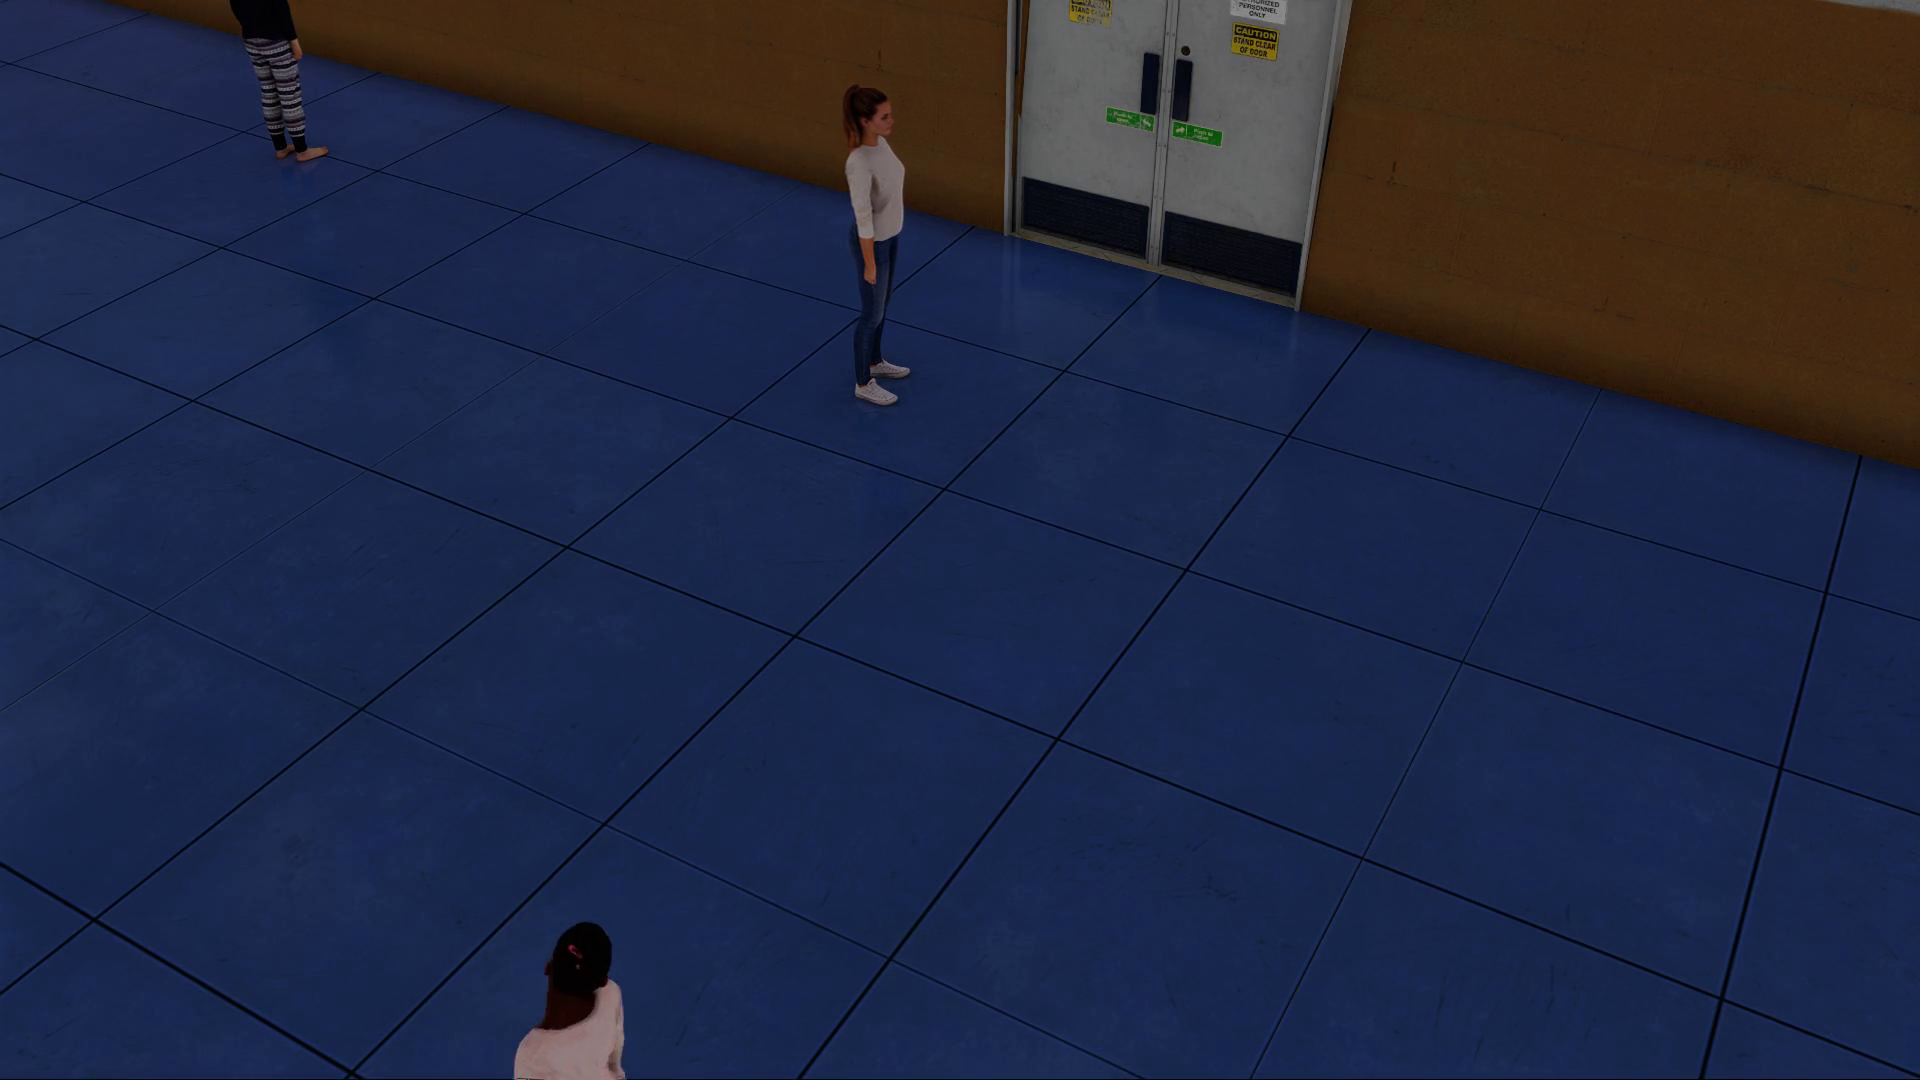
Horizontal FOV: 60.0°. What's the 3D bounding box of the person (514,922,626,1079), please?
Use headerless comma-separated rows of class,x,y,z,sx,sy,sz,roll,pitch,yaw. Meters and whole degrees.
person,-1.092,1.651,4.702,0.718,1.430,0.547,10,38,12

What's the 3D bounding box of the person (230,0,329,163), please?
person,-4.658,-3.395,11.171,0.622,1.734,0.539,16,40,20

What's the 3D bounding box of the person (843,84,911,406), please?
person,-0.450,-1.546,8.719,0.733,1.719,0.565,8,38,10
